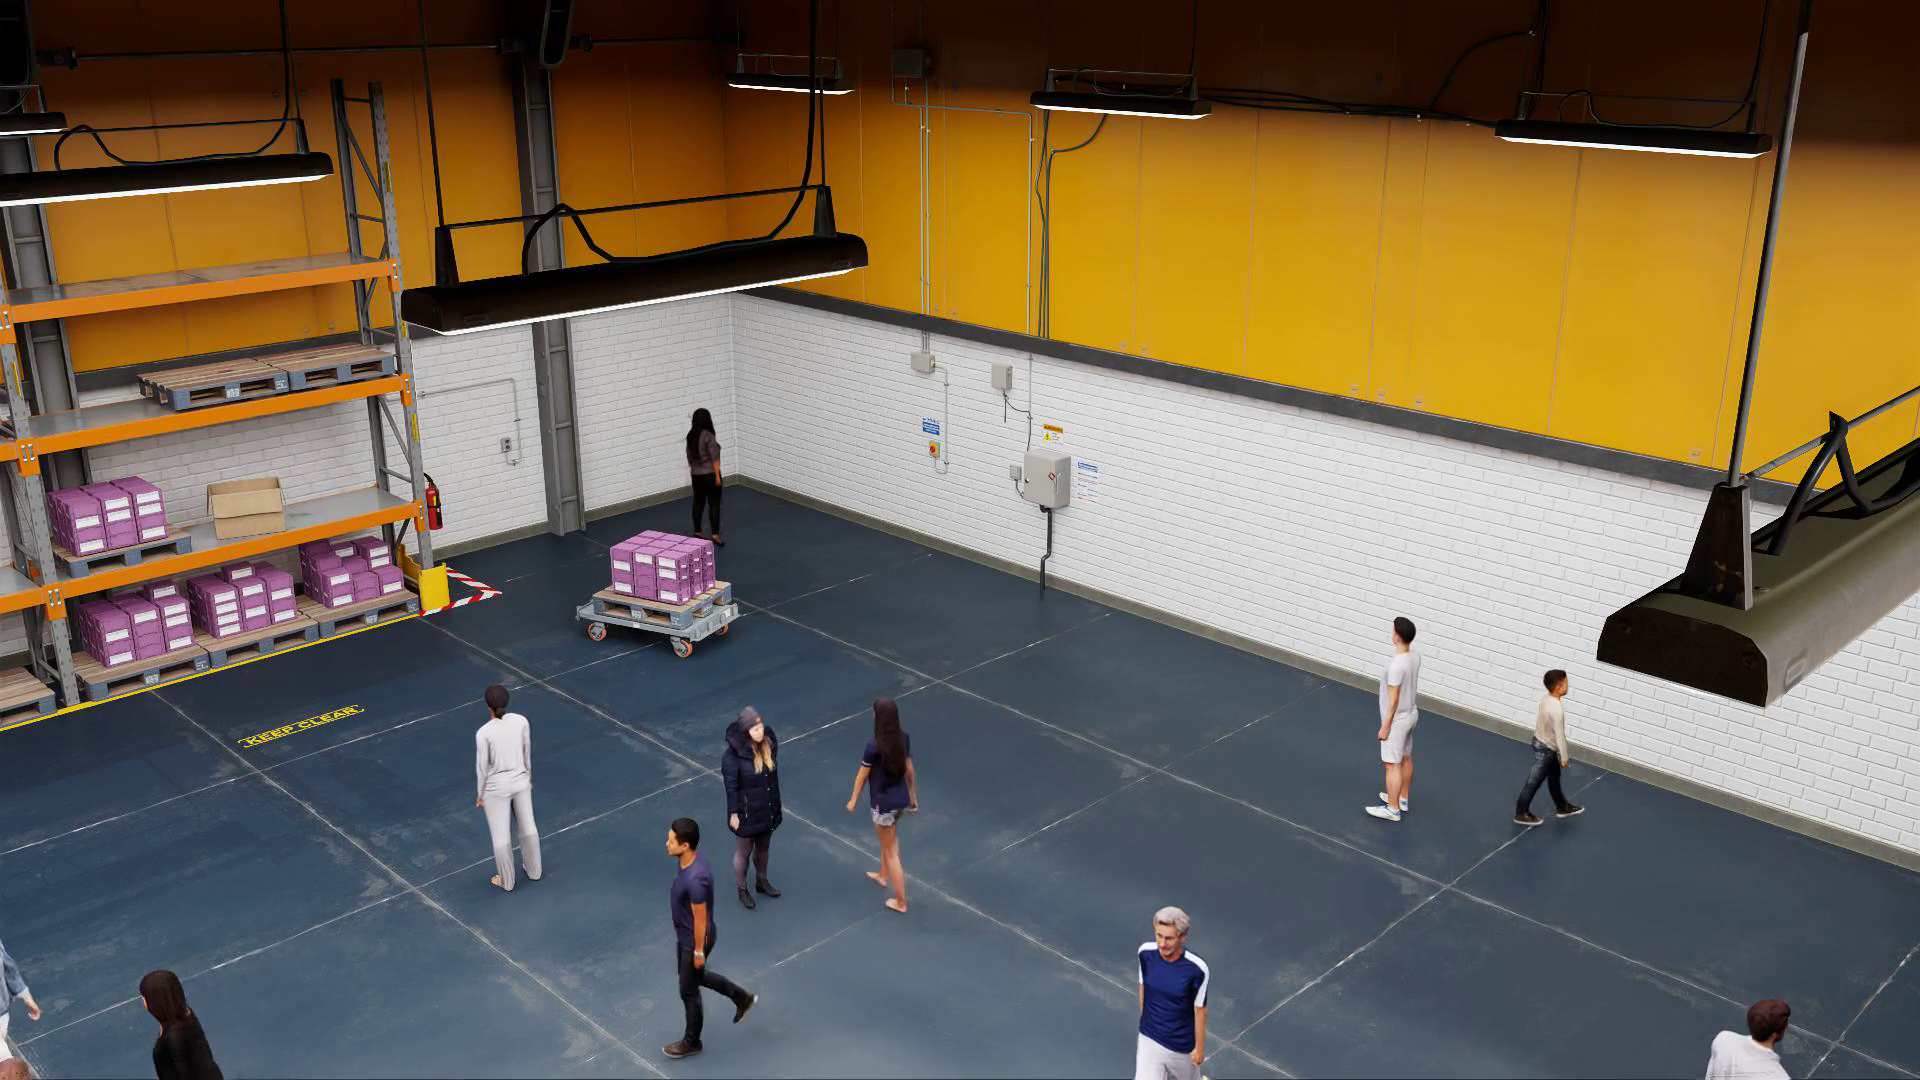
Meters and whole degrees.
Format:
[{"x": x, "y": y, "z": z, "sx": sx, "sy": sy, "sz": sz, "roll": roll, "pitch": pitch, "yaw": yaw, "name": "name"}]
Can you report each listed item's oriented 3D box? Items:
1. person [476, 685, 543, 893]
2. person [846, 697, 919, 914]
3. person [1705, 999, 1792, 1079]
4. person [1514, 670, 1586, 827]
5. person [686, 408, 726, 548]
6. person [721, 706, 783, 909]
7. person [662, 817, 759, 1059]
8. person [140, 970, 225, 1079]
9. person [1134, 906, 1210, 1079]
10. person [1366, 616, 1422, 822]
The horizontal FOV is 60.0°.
[{"x": -3.659, "y": 1.983, "z": 13.422, "sx": 0.467, "sy": 1.736, "sz": 0.702, "roll": -16, "pitch": 25, "yaw": -40, "name": "person"}, {"x": -0.497, "y": 2.115, "z": 13.025, "sx": 0.664, "sy": 1.738, "sz": 0.774, "roll": 17, "pitch": 25, "yaw": 41, "name": "person"}, {"x": 4.234, "y": 3.364, "z": 9.184, "sx": 0.995, "sy": 1.824, "sz": 0.903, "roll": -7, "pitch": 20, "yaw": -19, "name": "person"}, {"x": 5.001, "y": 1.805, "z": 14.401, "sx": 0.937, "sy": 1.447, "sz": 0.898, "roll": 1, "pitch": 19, "yaw": 4, "name": "person"}, {"x": -3.316, "y": -0.809, "z": 21.548, "sx": 0.707, "sy": 1.840, "sz": 0.666, "roll": 12, "pitch": 22, "yaw": 31, "name": "person"}, {"x": -1.640, "y": 2.096, "z": 13.182, "sx": 0.568, "sy": 1.674, "sz": 0.714, "roll": -17, "pitch": 25, "yaw": -42, "name": "person"}, {"x": -1.716, "y": 2.682, "z": 11.285, "sx": 1.037, "sy": 1.776, "sz": 0.893, "roll": -6, "pitch": 19, "yaw": -17, "name": "person"}, {"x": -4.427, "y": 3.252, "z": 9.844, "sx": 1.177, "sy": 1.615, "sz": 0.974, "roll": -6, "pitch": 20, "yaw": -18, "name": "person"}, {"x": 1.335, "y": 3.020, "z": 10.235, "sx": 0.850, "sy": 1.806, "sz": 1.208, "roll": 10, "pitch": 21, "yaw": 27, "name": "person"}, {"x": 3.837, "y": 1.549, "z": 14.527, "sx": 0.767, "sy": 1.853, "sz": 0.541, "roll": 13, "pitch": 23, "yaw": 34, "name": "person"}]
